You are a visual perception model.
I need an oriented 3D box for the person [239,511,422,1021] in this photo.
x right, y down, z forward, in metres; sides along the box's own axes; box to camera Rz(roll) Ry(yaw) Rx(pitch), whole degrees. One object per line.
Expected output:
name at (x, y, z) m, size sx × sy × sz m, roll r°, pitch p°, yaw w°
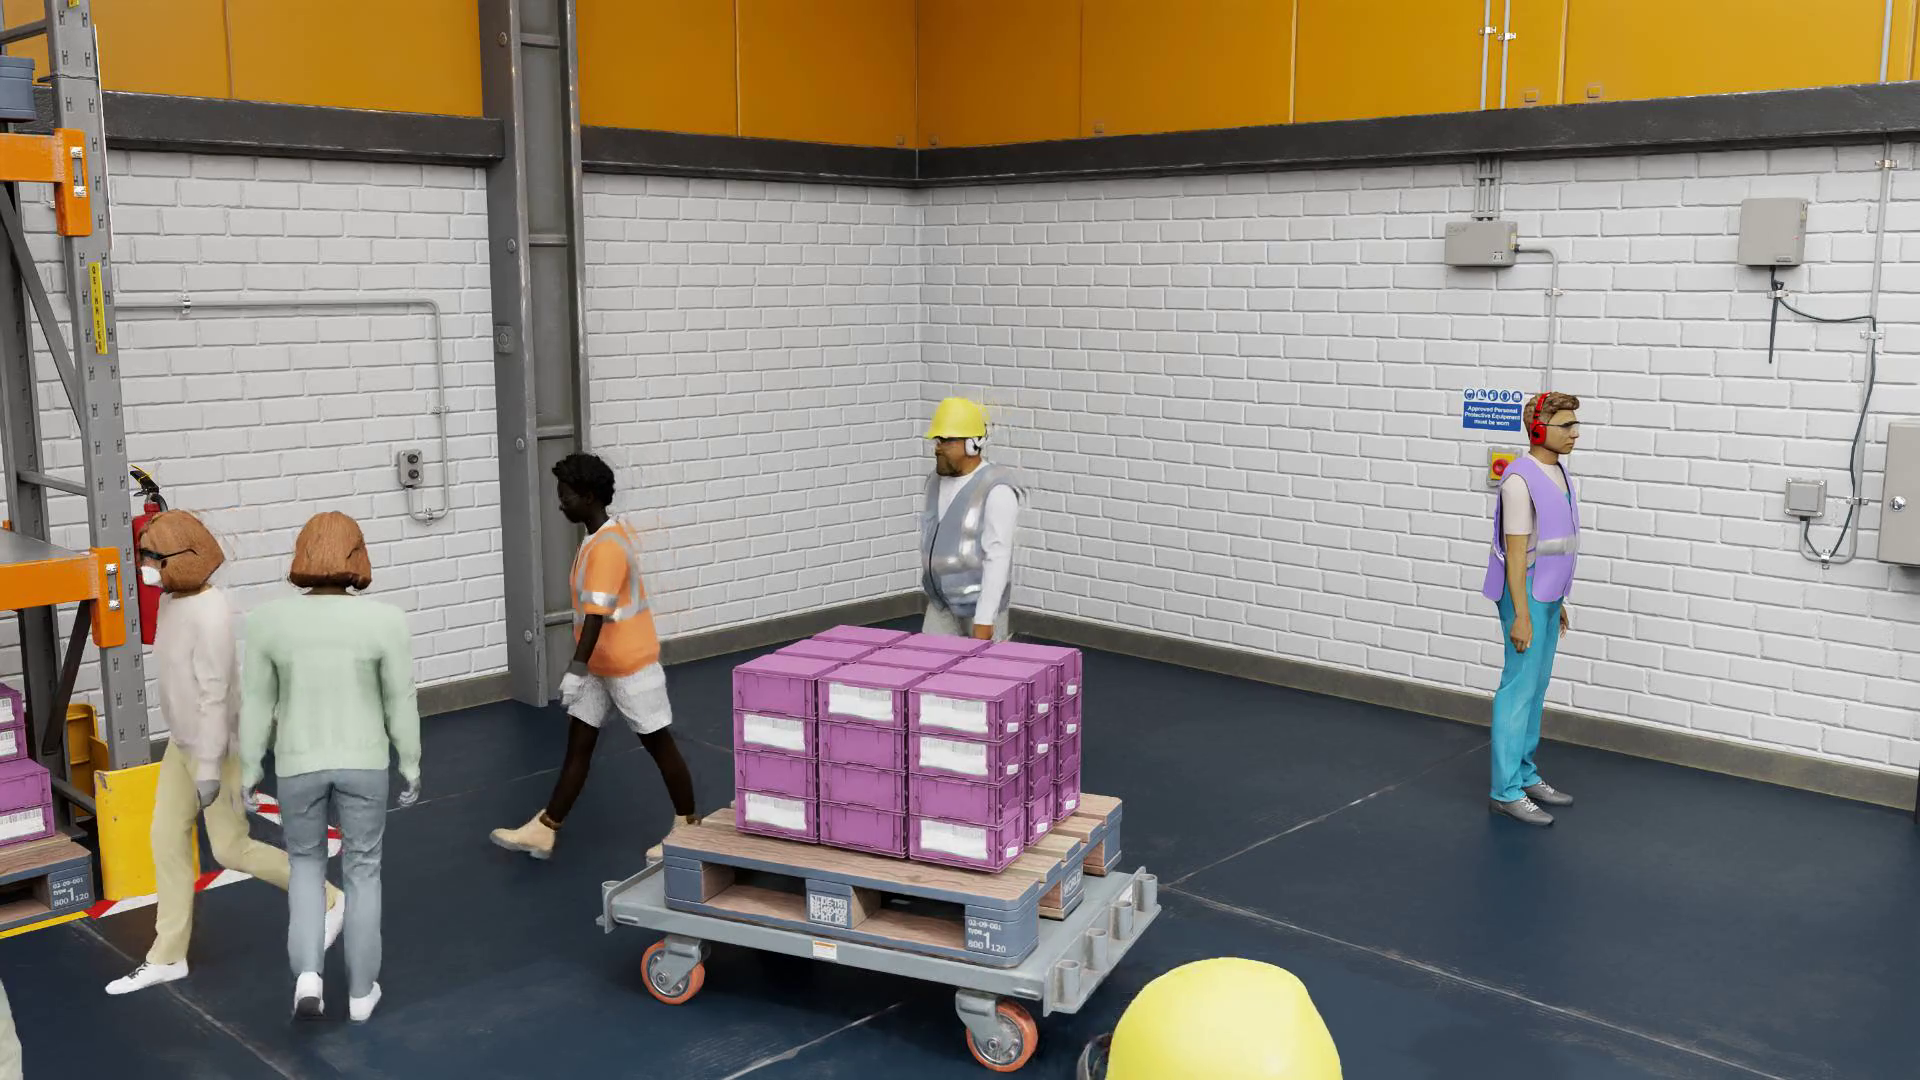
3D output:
person at (-1.958, 0.722, 5.180) m, size 0.543 × 1.613 × 0.410 m, roll -2°, pitch 9°, yaw -12°

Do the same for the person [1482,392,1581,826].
person at (2.476, 0.280, 7.199) m, size 0.390 × 1.842 × 0.565 m, roll 6°, pitch 11°, yaw 34°

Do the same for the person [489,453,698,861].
person at (-1.428, 0.483, 6.513) m, size 0.873 × 1.636 × 0.553 m, roll -4°, pitch 10°, yaw -21°

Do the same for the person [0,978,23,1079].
person at (-2.344, 0.868, 3.610) m, size 0.524 × 1.845 × 0.866 m, roll 2°, pitch 10°, yaw 13°

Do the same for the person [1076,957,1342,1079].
person at (0.145, 1.236, 1.700) m, size 0.866 × 1.737 × 0.516 m, roll 6°, pitch 11°, yaw 31°

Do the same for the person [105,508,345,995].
person at (-2.430, 0.677, 5.497) m, size 0.698 × 1.609 × 0.524 m, roll -9°, pitch 13°, yaw -44°

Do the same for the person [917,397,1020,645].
person at (-0.066, 0.275, 7.364) m, size 0.872 × 1.792 × 0.626 m, roll -7°, pitch 12°, yaw -38°
